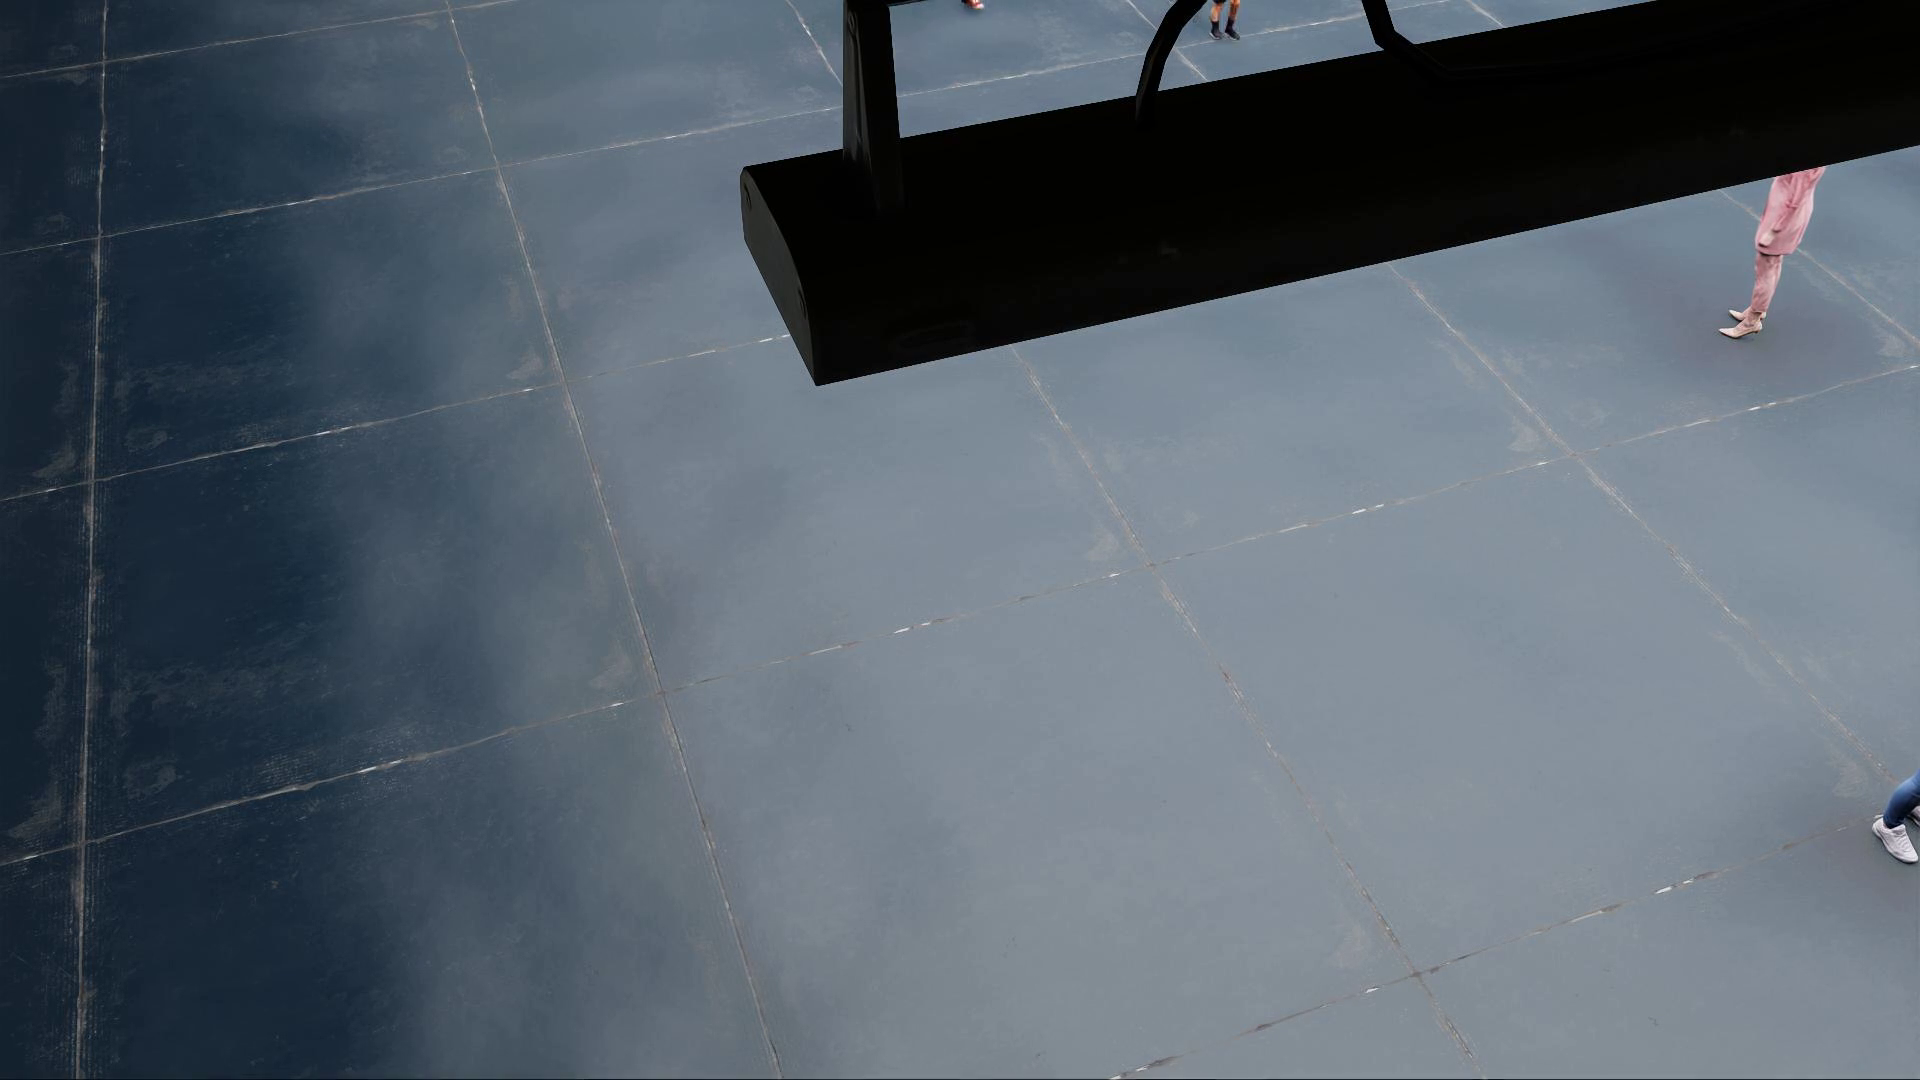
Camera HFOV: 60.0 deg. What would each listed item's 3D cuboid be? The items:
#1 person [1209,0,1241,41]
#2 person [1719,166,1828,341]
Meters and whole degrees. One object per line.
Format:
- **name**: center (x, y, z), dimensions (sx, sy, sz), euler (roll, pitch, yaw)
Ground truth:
- **person**: center (2.325, -4.974, 14.672), dimensions (0.527, 1.100, 0.570), euler (-19, 46, -20)
- **person**: center (5.524, -2.140, 11.123), dimensions (0.706, 1.803, 0.692), euler (27, 49, 26)
